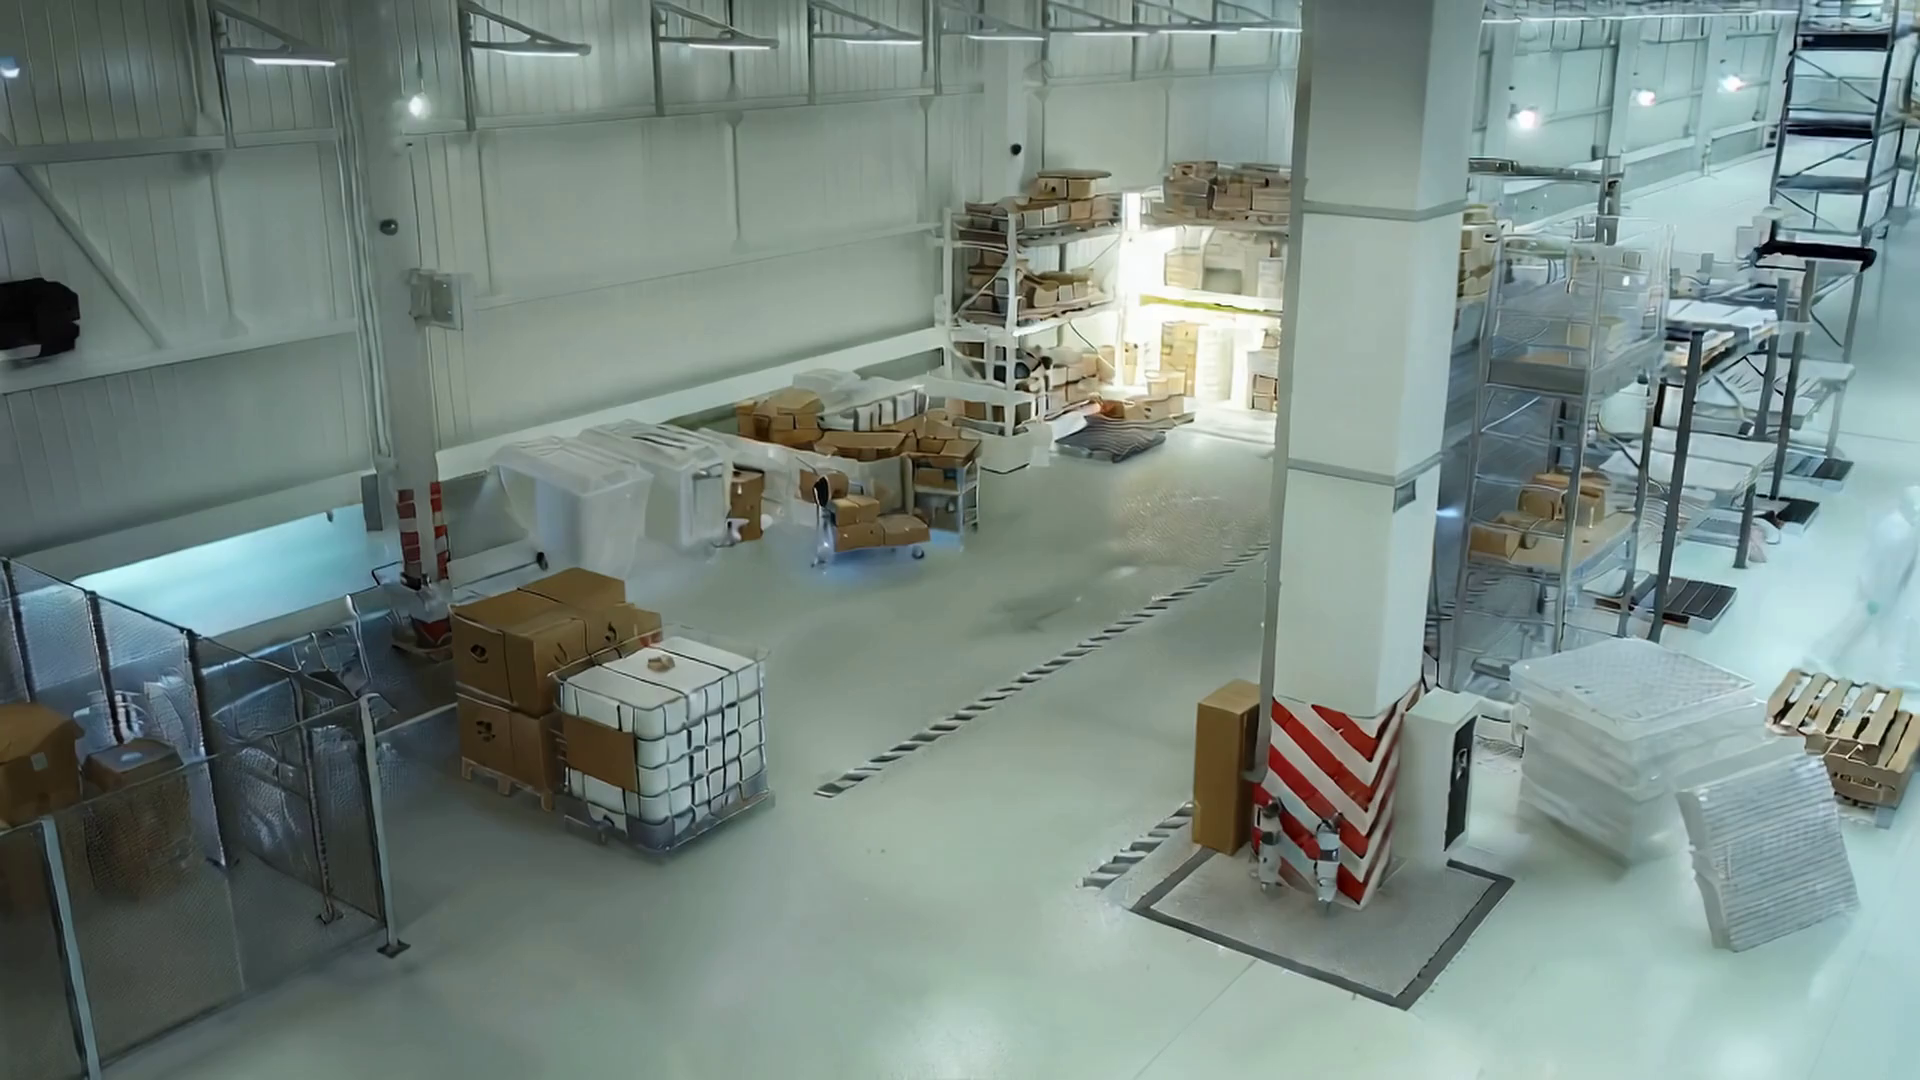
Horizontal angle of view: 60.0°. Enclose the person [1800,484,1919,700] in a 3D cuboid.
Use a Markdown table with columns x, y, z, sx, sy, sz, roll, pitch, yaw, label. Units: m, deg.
| x | y | z | sx | sy | sz | roll | pitch | yaw | label |
| --- | --- | --- | --- | --- | --- | --- | --- | --- | --- |
| 7.768 | 0.386 | 14.052 | 0.681 | 1.875 | 1.040 | -15 | 23 | -38 | person |
